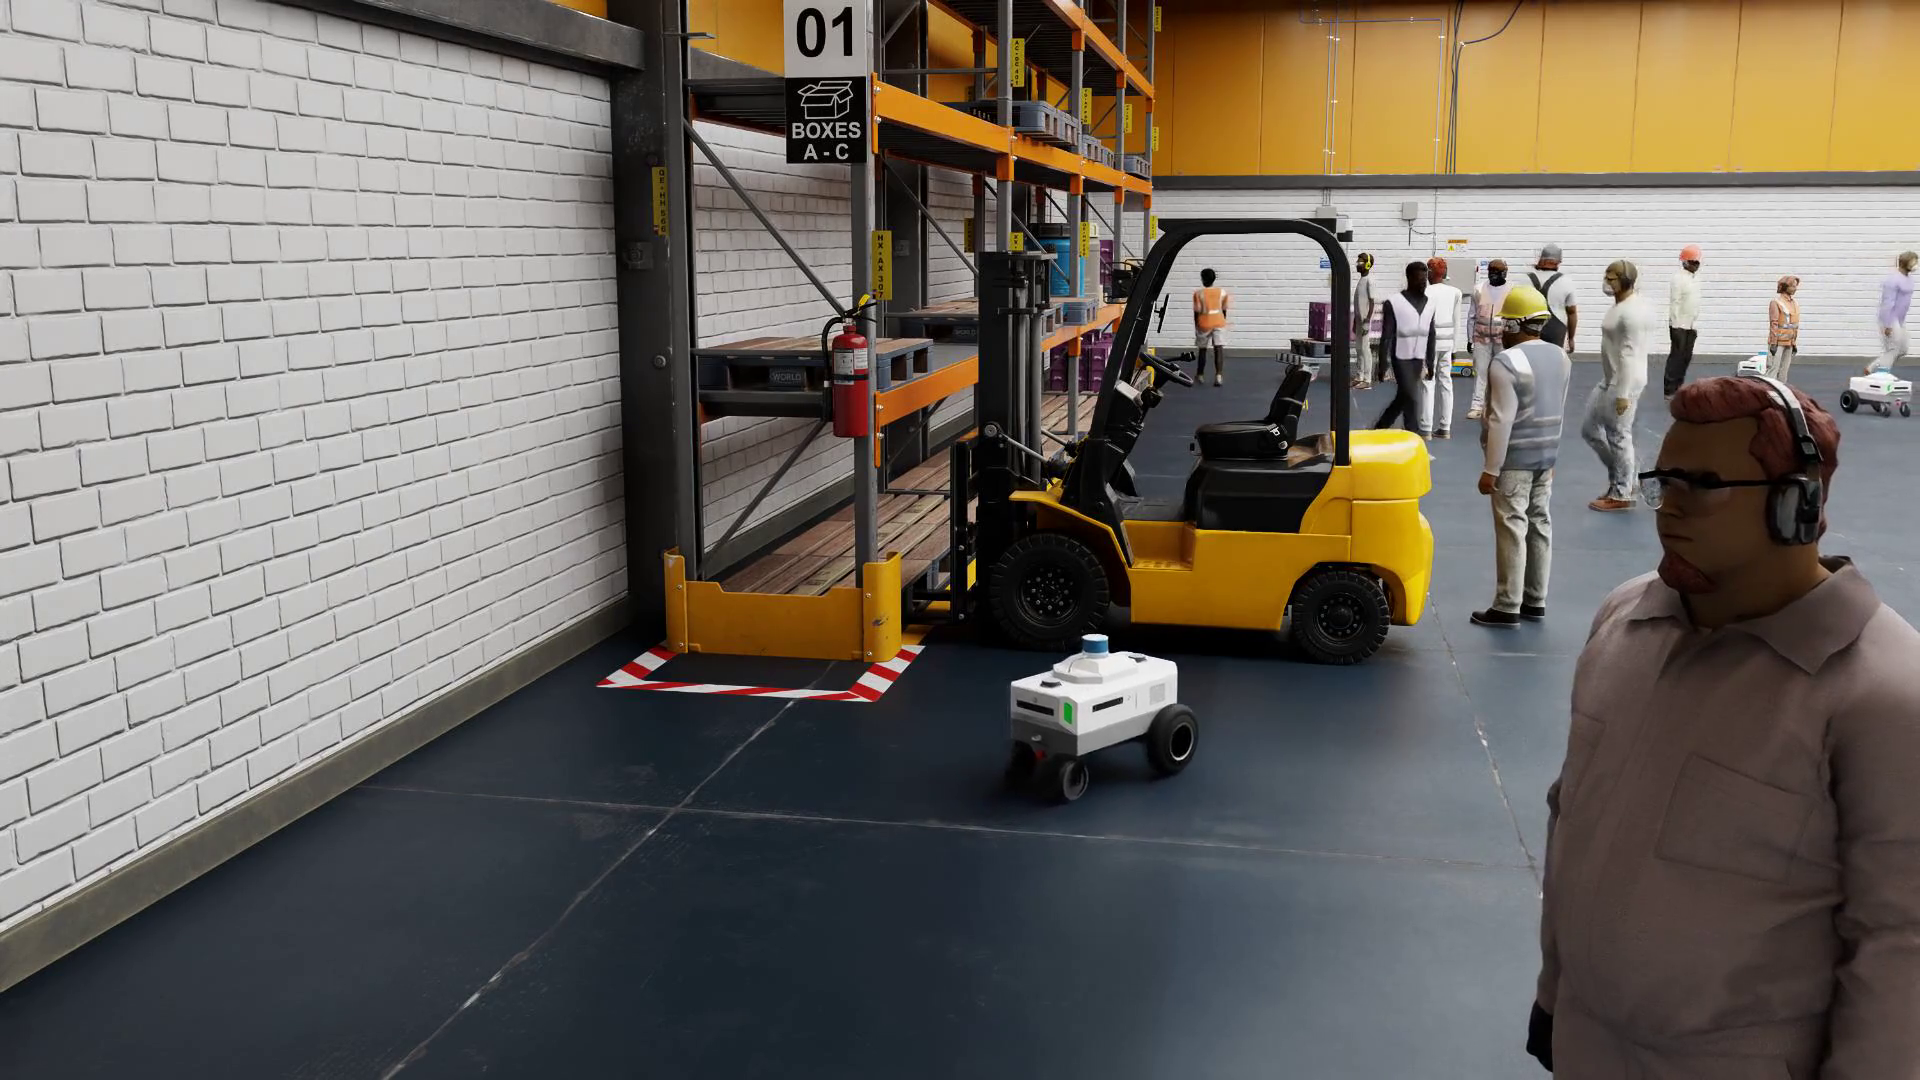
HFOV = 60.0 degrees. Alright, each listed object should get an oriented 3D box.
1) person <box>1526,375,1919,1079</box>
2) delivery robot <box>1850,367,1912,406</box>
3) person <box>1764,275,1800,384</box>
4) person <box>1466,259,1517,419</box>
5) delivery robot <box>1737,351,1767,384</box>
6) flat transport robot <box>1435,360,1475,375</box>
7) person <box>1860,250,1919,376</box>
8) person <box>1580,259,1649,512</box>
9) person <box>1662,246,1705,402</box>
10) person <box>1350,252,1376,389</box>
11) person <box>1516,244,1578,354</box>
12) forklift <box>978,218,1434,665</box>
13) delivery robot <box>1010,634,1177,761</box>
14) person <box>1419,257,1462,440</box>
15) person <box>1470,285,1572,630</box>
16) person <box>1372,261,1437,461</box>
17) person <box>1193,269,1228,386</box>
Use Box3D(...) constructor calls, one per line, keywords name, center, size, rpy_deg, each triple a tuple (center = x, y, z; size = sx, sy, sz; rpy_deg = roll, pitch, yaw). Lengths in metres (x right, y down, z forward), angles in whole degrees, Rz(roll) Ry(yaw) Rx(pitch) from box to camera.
Box3D(name="person", center=(1.034, 0.722, 2.360), size=(0.409, 1.908, 0.642), rpy_deg=(-4, 11, -21))
Box3D(name="delivery robot", center=(10.841, -1.792, 19.589), size=(0.477, 0.478, 0.707), rpy_deg=(-2, 10, -9))
Box3D(name="person", center=(9.740, -2.311, 19.713), size=(0.513, 1.641, 0.307), rpy_deg=(-7, 13, -35))
Box3D(name="person", center=(6.111, -2.287, 19.038), size=(0.630, 1.840, 0.429), rpy_deg=(6, 12, 30))
Box3D(name="delivery robot", center=(10.815, -2.316, 22.461), size=(0.707, 0.478, 0.477), rpy_deg=(-9, 13, -40))
Box3D(name="flat transport robot", center=(7.368, -2.626, 25.194), size=(1.431, 0.197, 0.652), rpy_deg=(4, 11, 20))
Box3D(name="person", center=(12.361, -2.883, 22.089), size=(0.671, 1.915, 0.553), rpy_deg=(-9, 14, -40))
Box3D(name="person", center=(4.967, -1.158, 12.612), size=(0.438, 1.922, 0.663), rpy_deg=(2, 10, 9))
Box3D(name="person", center=(9.156, -2.712, 21.043), size=(0.691, 1.984, 0.472), rpy_deg=(-9, 14, -41))
Box3D(name="person", center=(5.542, -3.019, 22.951), size=(0.328, 1.877, 0.513), rpy_deg=(-1, 10, -7))
Box3D(name="person", center=(6.601, -2.334, 18.741), size=(0.709, 2.000, 0.987), rpy_deg=(7, 13, 35))
Box3D(name="forklift", center=(1.285, -0.567, 8.635), size=(2.313, 2.155, 1.214), rpy_deg=(2, 11, 11))
Box3D(name="delivery robot", center=(0.520, 0.608, 6.431), size=(0.477, 0.478, 0.707), rpy_deg=(10, 14, 44))
Box3D(name="person", center=(4.898, -1.972, 17.190), size=(0.575, 1.883, 0.362), rpy_deg=(-4, 11, -19))
Box3D(name="person", center=(2.988, -0.437, 8.909), size=(0.591, 1.834, 0.404), rpy_deg=(-7, 13, -36))
Box3D(name="person", center=(4.254, -1.730, 15.919), size=(0.593, 1.877, 0.965), rpy_deg=(-5, 12, -28))
Box3D(name="person", center=(3.541, -3.010, 23.521), size=(0.531, 1.649, 0.917), rpy_deg=(-1, 10, -5))
